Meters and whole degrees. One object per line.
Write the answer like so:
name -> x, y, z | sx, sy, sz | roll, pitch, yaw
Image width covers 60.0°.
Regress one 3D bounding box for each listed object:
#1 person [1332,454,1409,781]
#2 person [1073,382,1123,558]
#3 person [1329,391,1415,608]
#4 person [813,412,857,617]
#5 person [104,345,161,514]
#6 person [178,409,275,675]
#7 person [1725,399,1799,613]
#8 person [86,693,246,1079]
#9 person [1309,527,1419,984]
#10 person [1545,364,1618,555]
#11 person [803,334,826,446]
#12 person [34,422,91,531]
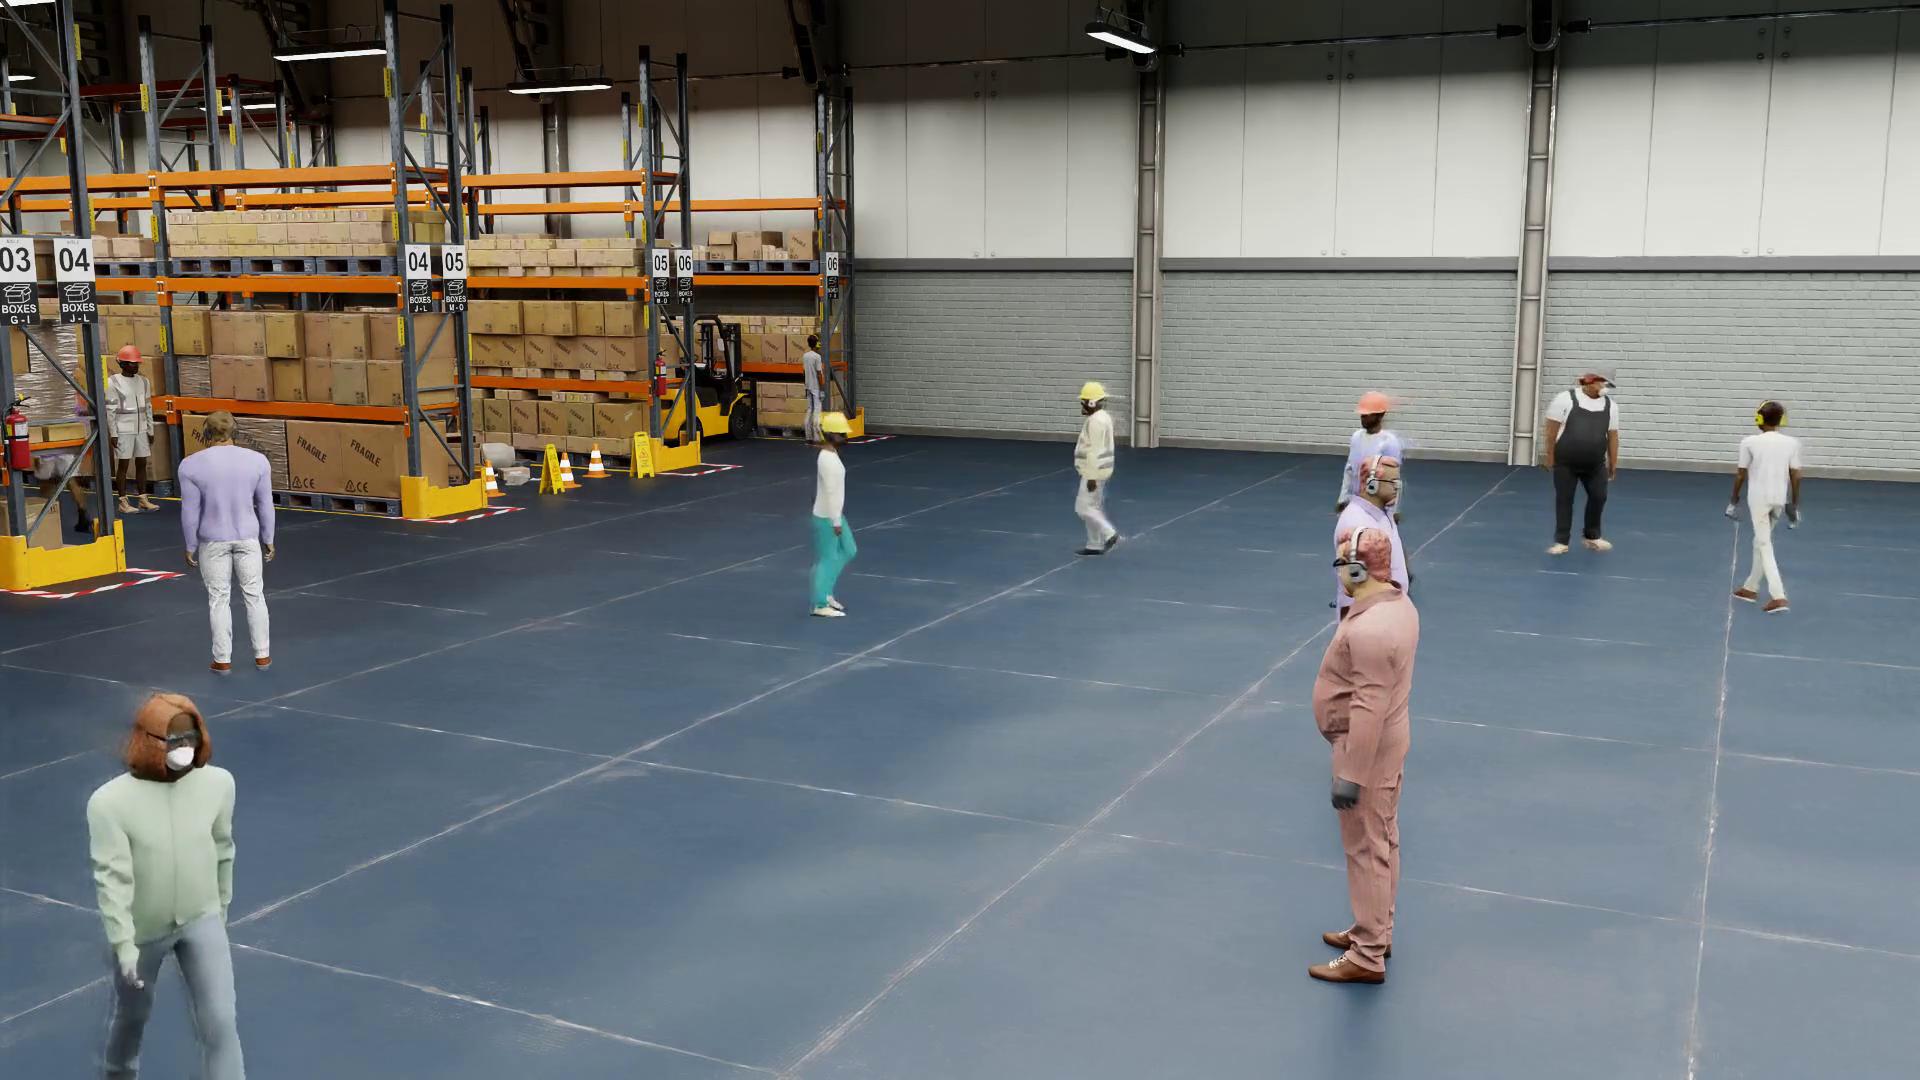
person -> 2.354, 0.457, 9.529 | 0.403, 1.904, 0.652 | 4, 10, 24
person -> 1.382, -0.696, 16.871 | 0.449, 1.814, 0.612 | 2, 9, 11
person -> 3.667, -0.363, 14.586 | 0.919, 1.913, 0.538 | -4, 10, -23
person -> -1.077, -0.208, 14.075 | 0.405, 1.750, 0.545 | 0, 9, 0
person -> -9.981, -1.327, 20.082 | 0.403, 2.035, 0.606 | 4, 10, 25
person -> -5.322, 0.017, 12.127 | 0.634, 1.936, 0.351 | -6, 11, -32
person -> 7.015, -0.300, 14.446 | 0.497, 1.830, 0.939 | -1, 9, -7
person -> -2.632, 1.270, 5.520 | 0.885, 1.587, 0.492 | 9, 13, 44
person -> 1.664, 0.886, 6.915 | 0.406, 1.902, 0.636 | 4, 10, 23
person -> 6.460, -0.866, 17.224 | 0.781, 2.000, 0.613 | 1, 9, 4
person -> -2.423, -2.508, 27.806 | 0.328, 1.875, 0.514 | -8, 12, -40
person -> -10.144, -1.033, 18.704 | 0.953, 1.904, 0.566 | 7, 11, 35
